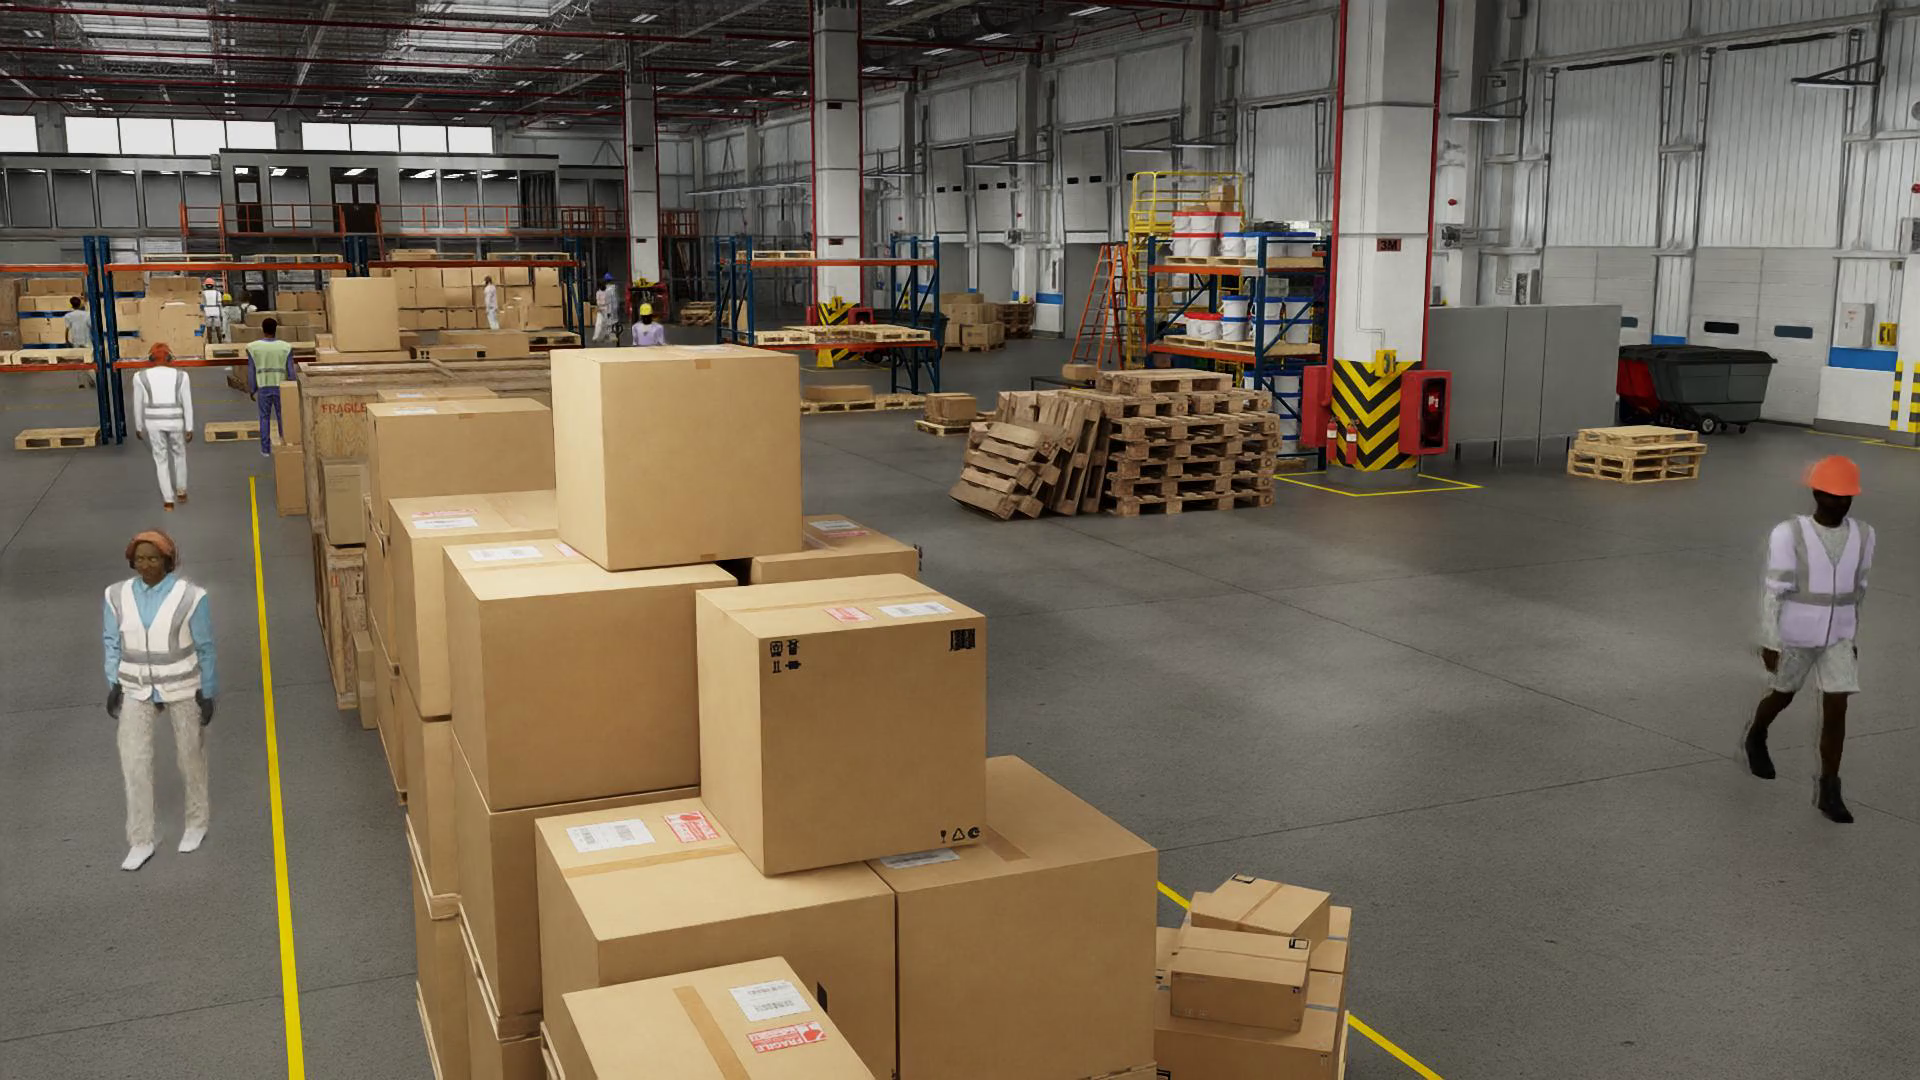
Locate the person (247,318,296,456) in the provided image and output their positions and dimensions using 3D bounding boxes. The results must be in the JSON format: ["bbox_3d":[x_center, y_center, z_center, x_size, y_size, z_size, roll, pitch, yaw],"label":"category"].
[{"bbox_3d":[-9.485,-2.099,22.955,0.598,1.907,0.410,-5,11,-24],"label":"person"}]

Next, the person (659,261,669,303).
[{"bbox_3d":[-13.209,-11.382,73.900,0.614,1.984,0.409,0,10,-2],"label":"person"}]

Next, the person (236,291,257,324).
[{"bbox_3d":[-15.714,-4.591,36.891,0.556,1.821,0.694,2,10,9],"label":"person"}]

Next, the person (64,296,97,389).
[{"bbox_3d":[-17.542,-3.936,33.197,0.592,1.857,0.399,-5,11,-26],"label":"person"}]

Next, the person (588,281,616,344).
[{"bbox_3d":[-10.171,-6.469,47.319,0.648,1.790,0.959,6,12,29],"label":"person"}]

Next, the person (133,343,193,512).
[{"bbox_3d":[-8.876,-1.268,18.539,0.583,1.841,0.941,-6,12,-30],"label":"person"}]

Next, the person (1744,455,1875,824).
[{"bbox_3d":[4.519,0.466,8.880,0.555,1.900,0.947,0,10,1],"label":"person"}]

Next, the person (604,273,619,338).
[{"bbox_3d":[-10.540,-7.034,50.020,0.605,1.948,0.404,-7,12,-34],"label":"person"}]

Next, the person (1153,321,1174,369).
[{"bbox_3d":[3.320,-2.766,27.318,0.893,1.646,0.552,7,12,33],"label":"person"}]

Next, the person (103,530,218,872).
[{"bbox_3d":[-3.831,0.760,7.944,0.558,1.616,0.665,-1,10,-4],"label":"person"}]

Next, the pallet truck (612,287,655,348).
[{"bbox_3d":[-6.464,-4.406,35.401,0.823,1.965,1.885,6,12,32],"label":"pallet truck"}]

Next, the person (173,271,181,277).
[{"bbox_3d":[-29.844,-9.450,63.524,0.576,1.882,0.355,10,14,44],"label":"person"}]

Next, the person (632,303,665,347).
[{"bbox_3d":[-5.435,-3.212,29.148,0.592,1.892,0.911,1,10,4],"label":"person"}]

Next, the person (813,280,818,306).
[{"bbox_3d":[-4.776,-8.342,57.568,0.647,1.833,0.429,4,11,22],"label":"person"}]

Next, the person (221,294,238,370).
[{"bbox_3d":[-16.700,-4.750,38.009,0.306,1.743,0.498,2,11,13],"label":"person"}]

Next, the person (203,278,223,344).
[{"bbox_3d":[-20.163,-6.082,44.807,0.551,1.934,0.373,-6,12,-30],"label":"person"}]

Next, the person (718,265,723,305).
[{"bbox_3d":[-10.458,-11.084,72.404,0.370,1.927,0.588,-7,13,-35],"label":"person"}]

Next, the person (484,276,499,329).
[{"bbox_3d":[-13.545,-6.670,48.042,0.352,1.937,0.635,0,10,2],"label":"person"}]
